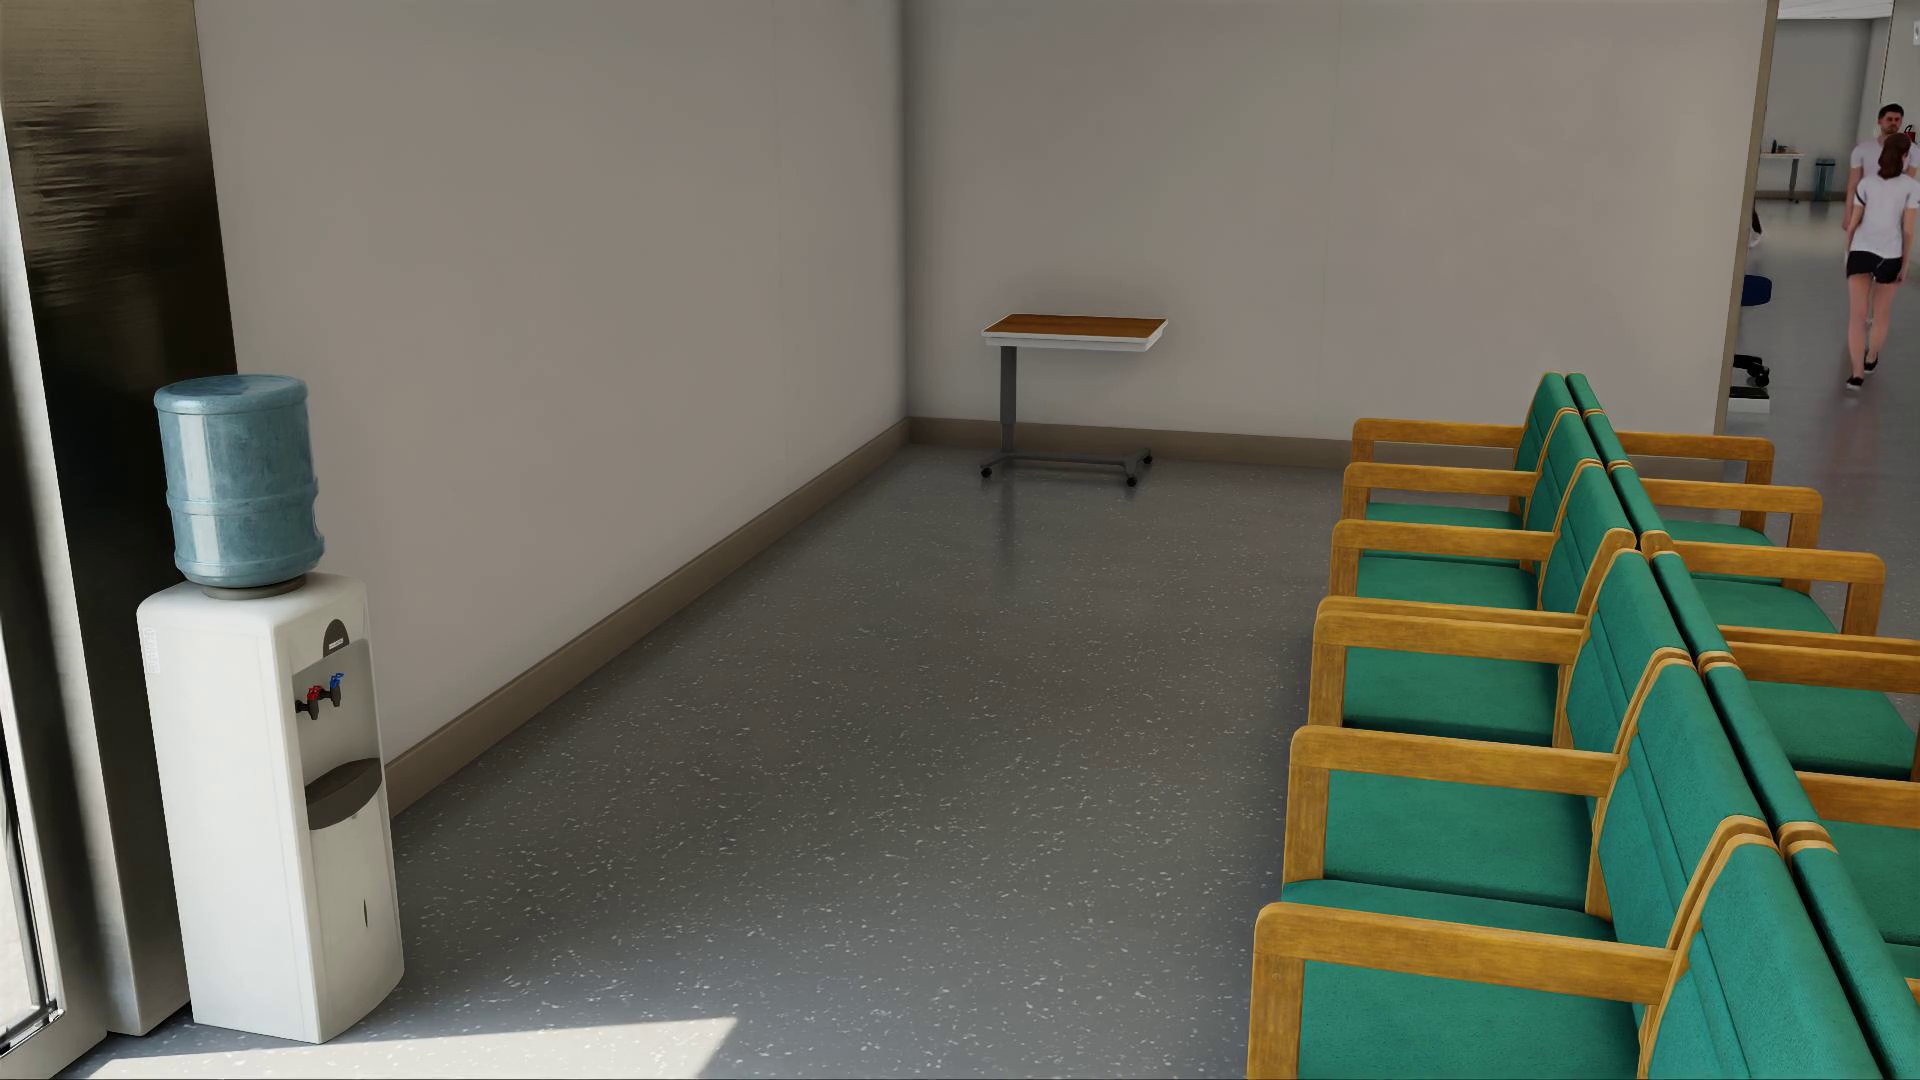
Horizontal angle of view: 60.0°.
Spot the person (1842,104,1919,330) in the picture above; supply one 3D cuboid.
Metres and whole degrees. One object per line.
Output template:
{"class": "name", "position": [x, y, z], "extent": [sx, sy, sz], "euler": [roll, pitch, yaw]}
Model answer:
{"class": "person", "position": [7.794, -2.731, 14.153], "extent": [0.982, 1.858, 0.819], "euler": [6, 17, 21]}

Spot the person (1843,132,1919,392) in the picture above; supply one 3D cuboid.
{"class": "person", "position": [6.202, -1.840, 11.286], "extent": [1.118, 1.698, 0.780], "euler": [8, 17, 25]}
